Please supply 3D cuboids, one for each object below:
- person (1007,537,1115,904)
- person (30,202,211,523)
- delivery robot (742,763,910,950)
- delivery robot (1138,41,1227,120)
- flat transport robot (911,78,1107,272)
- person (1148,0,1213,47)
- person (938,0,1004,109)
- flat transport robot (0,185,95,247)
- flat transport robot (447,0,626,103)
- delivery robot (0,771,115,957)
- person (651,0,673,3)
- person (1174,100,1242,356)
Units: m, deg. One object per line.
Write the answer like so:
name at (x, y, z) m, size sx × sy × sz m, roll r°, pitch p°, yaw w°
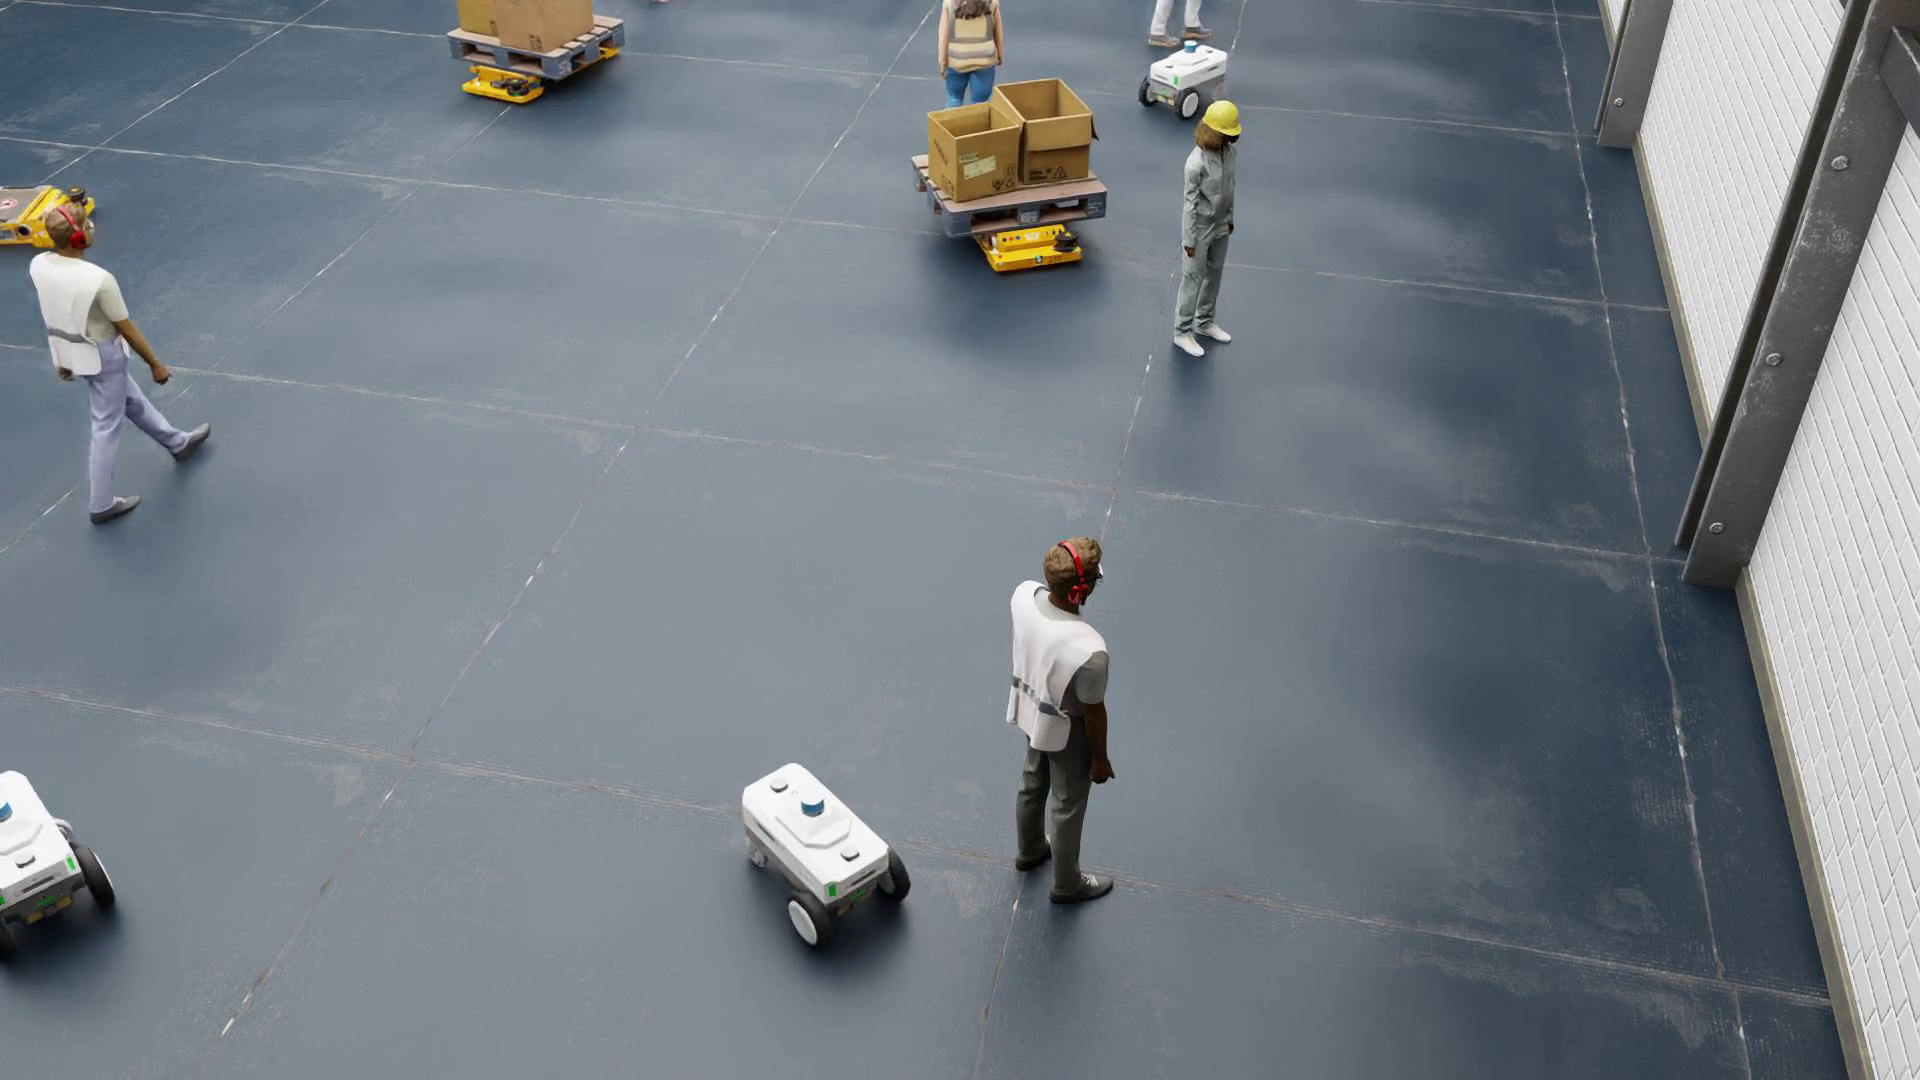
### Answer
person at (0.408, 0.765, 6.877) m, size 0.390 × 1.846 × 0.565 m, roll -22°, pitch 42°, yaw -27°
person at (-4.770, -1.032, 9.329) m, size 0.584 × 1.786 × 0.982 m, roll 19°, pitch 41°, yaw 23°
delivery robot at (-0.607, 1.341, 7.198) m, size 0.499 × 0.611 × 0.792 m, roll -27°, pitch 44°, yaw -31°
delivery robot at (1.959, -3.993, 14.313) m, size 0.774 × 0.583 × 0.499 m, roll -29°, pitch 46°, yaw -33°
flat transport robot at (0.366, -2.446, 12.492) m, size 0.659 × 0.231 × 1.431 m, roll -10°, pitch 38°, yaw -14°
person at (2.114, -5.471, 15.215) m, size 0.755 × 1.848 × 0.662 m, roll -1°, pitch 37°, yaw -2°
person at (0.089, -3.804, 13.101) m, size 0.507 × 1.713 × 0.583 m, roll 1°, pitch 37°, yaw 1°
flat transport robot at (-7.333, -2.403, 12.434) m, size 1.431 × 0.231 × 0.659 m, roll -2°, pitch 37°, yaw -3°
flat transport robot at (-3.764, -4.297, 14.969) m, size 0.659 × 0.231 × 1.431 m, roll 17°, pitch 40°, yaw 21°
delivery robot at (-4.040, 1.358, 7.168) m, size 0.525 × 0.601 × 0.772 m, roll -28°, pitch 45°, yaw -33°
person at (-3.076, -6.120, 16.229) m, size 0.477 × 1.673 × 0.559 m, roll 12°, pitch 38°, yaw 15°
person at (1.604, -2.000, 10.674) m, size 0.320 × 1.728 × 0.492 m, roll 28°, pitch 45°, yaw 32°
